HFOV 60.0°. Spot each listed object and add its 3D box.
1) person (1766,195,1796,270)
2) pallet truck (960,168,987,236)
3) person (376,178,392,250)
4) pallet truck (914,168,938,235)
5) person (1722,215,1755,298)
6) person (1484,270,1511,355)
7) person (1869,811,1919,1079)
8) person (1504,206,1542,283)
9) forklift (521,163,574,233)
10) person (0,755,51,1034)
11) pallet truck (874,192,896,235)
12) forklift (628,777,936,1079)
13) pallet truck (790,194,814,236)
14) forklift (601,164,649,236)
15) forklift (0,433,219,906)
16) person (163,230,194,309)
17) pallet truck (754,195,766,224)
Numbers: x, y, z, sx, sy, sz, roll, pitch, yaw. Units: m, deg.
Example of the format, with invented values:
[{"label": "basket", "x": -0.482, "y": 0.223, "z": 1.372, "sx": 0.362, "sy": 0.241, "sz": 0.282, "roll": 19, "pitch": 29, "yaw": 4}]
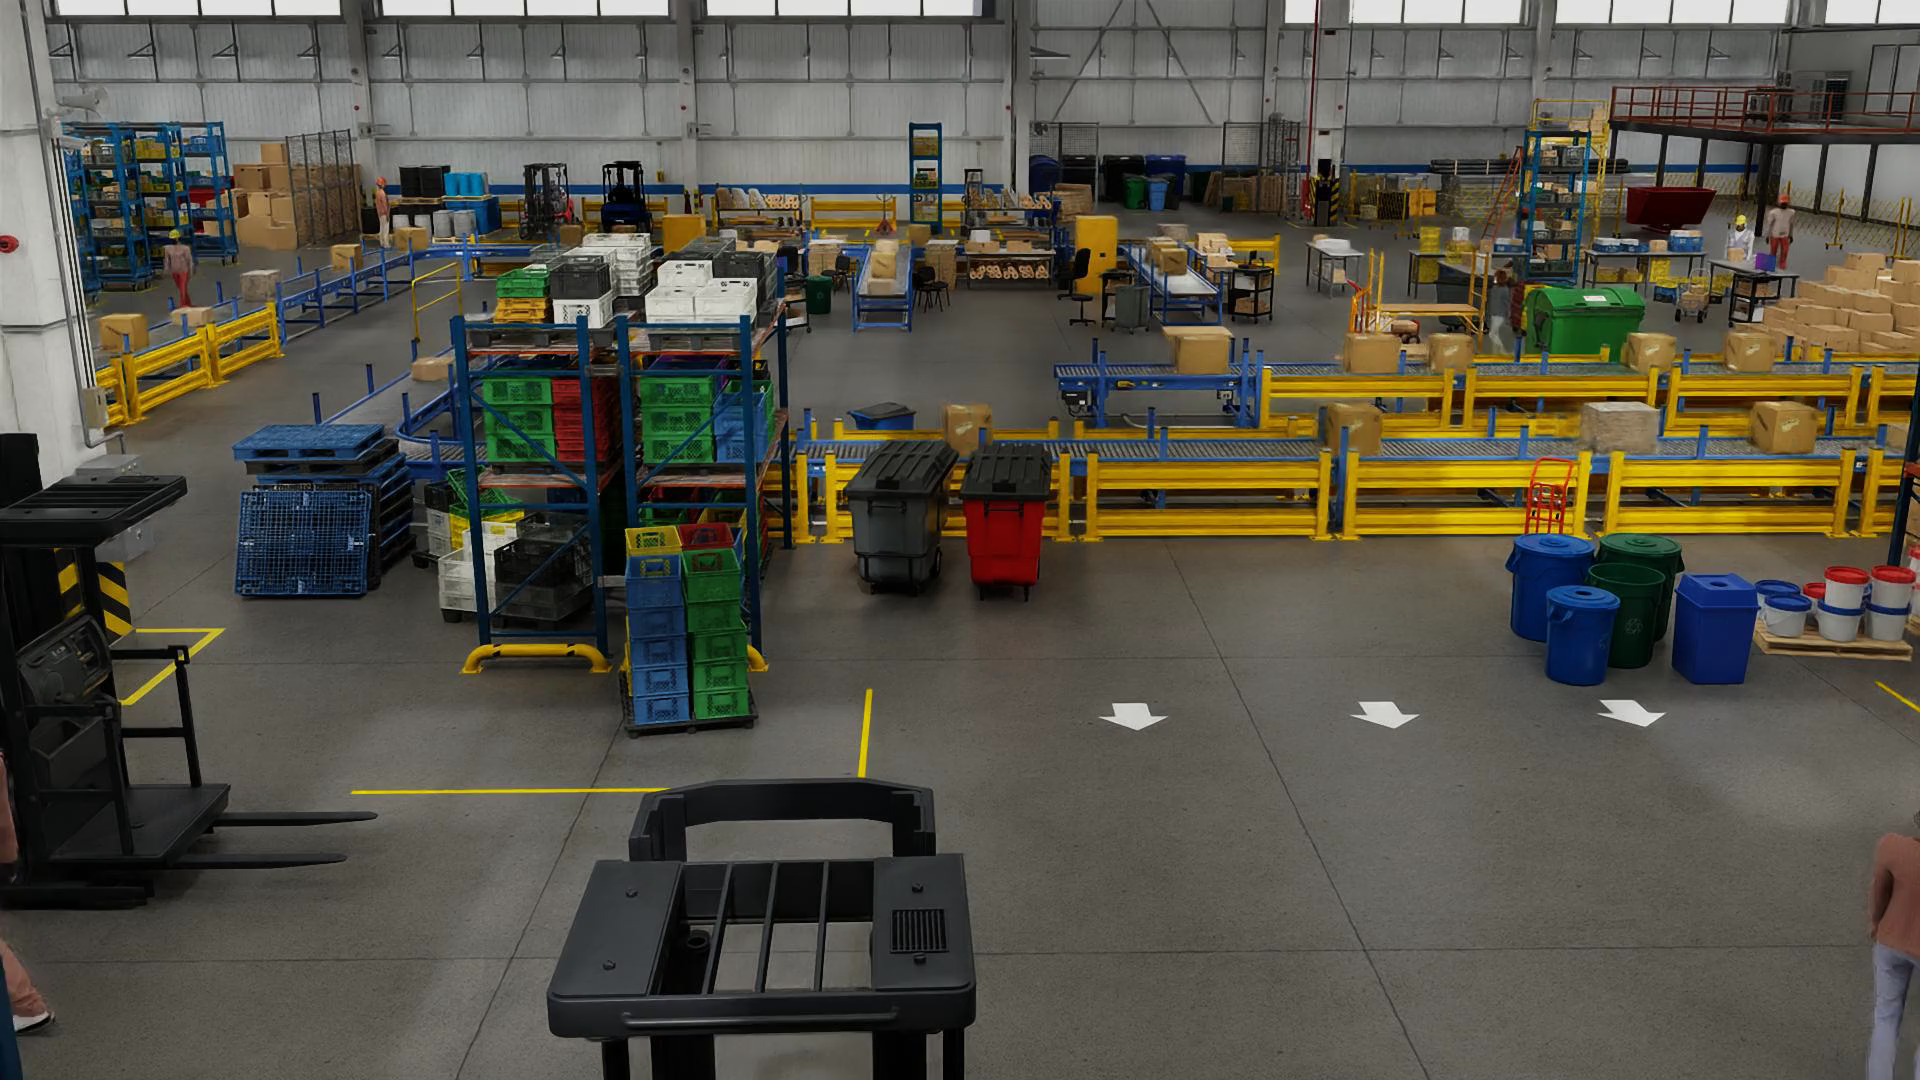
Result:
[{"label": "person", "x": 19.845, "y": -7.340, "z": 40.209, "sx": 0.663, "sy": 1.960, "sz": 0.857, "roll": 4, "pitch": 16, "yaw": 12}, {"label": "pallet truck", "x": 0.383, "y": -10.230, "z": 50.206, "sx": 0.823, "sy": 1.965, "sz": 1.885, "roll": -1, "pitch": 16, "yaw": -3}, {"label": "person", "x": -15.864, "y": -8.973, "z": 45.838, "sx": 0.382, "sy": 1.994, "sz": 0.623, "roll": -12, "pitch": 20, "yaw": -36}, {"label": "pallet truck", "x": -0.989, "y": -10.316, "z": 50.507, "sx": 0.823, "sy": 1.965, "sz": 1.885, "roll": 1, "pitch": 16, "yaw": 3}, {"label": "person", "x": 17.101, "y": -6.221, "z": 36.590, "sx": 0.595, "sy": 1.824, "sz": 0.404, "roll": 15, "pitch": 22, "yaw": 43}, {"label": "person", "x": 9.239, "y": -3.842, "z": 28.671, "sx": 0.347, "sy": 1.622, "sz": 0.507, "roll": -2, "pitch": 16, "yaw": -8}, {"label": "person", "x": 4.724, "y": 1.989, "z": 8.178, "sx": 0.524, "sy": 1.750, "sz": 0.528, "roll": -15, "pitch": 22, "yaw": -42}, {"label": "person", "x": 12.910, "y": -6.736, "z": 38.264, "sx": 1.006, "sy": 1.880, "sz": 0.580, "roll": 2, "pitch": 16, "yaw": 8}, {"label": "forklift", "x": -12.233, "y": -10.122, "z": 49.298, "sx": 1.157, "sy": 1.987, "sz": 2.680, "roll": 0, "pitch": 16, "yaw": -1}, {"label": "person", "x": -5.345, "y": 1.734, "z": 8.871, "sx": 0.985, "sy": 1.867, "sz": 0.636, "roll": 2, "pitch": 16, "yaw": 8}, {"label": "pallet truck", "x": -2.277, "y": -9.986, "z": 50.594, "sx": 0.653, "sy": 1.274, "sz": 1.630, "roll": 0, "pitch": 16, "yaw": -1}, {"label": "forklift", "x": -0.542, "y": 2.165, "z": 5.552, "sx": 1.129, "sy": 2.768, "sz": 1.873, "roll": -1, "pitch": 16, "yaw": -2}, {"label": "pallet truck", "x": -4.814, "y": -9.883, "z": 50.259, "sx": 0.704, "sy": 1.261, "sz": 1.522, "roll": -1, "pitch": 16, "yaw": -3}, {"label": "forklift", "x": -9.948, "y": -10.127, "z": 49.296, "sx": 1.157, "sy": 1.987, "sz": 2.680, "roll": -1, "pitch": 16, "yaw": -3}, {"label": "forklift", "x": -5.952, "y": 0.780, "z": 10.366, "sx": 1.873, "sy": 2.768, "sz": 1.129, "roll": 0, "pitch": 16, "yaw": -1}, {"label": "person", "x": -16.096, "y": -5.489, "z": 34.215, "sx": 0.526, "sy": 1.724, "sz": 0.894, "roll": 1, "pitch": 16, "yaw": 5}, {"label": "pallet truck", "x": -6.051, "y": -9.967, "z": 50.660, "sx": 0.680, "sy": 1.201, "sz": 1.601, "roll": 0, "pitch": 16, "yaw": -1}]
